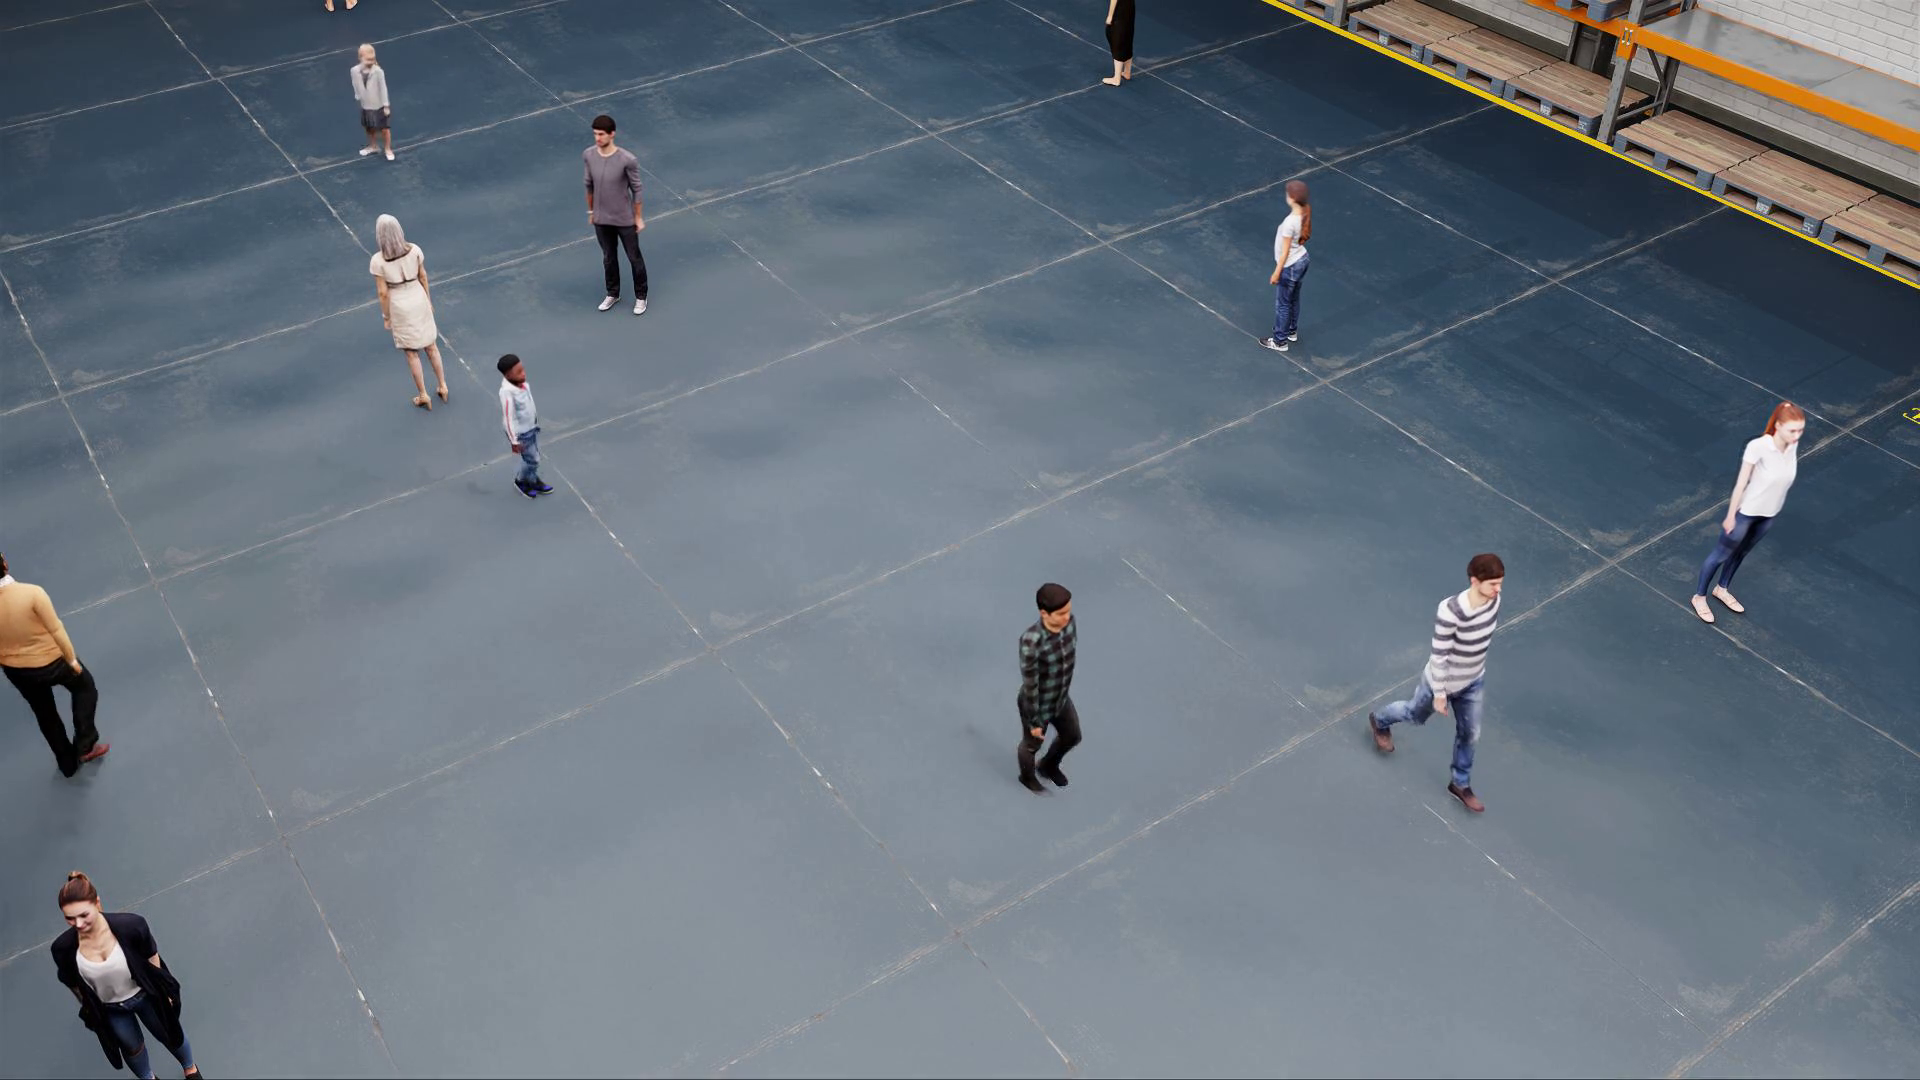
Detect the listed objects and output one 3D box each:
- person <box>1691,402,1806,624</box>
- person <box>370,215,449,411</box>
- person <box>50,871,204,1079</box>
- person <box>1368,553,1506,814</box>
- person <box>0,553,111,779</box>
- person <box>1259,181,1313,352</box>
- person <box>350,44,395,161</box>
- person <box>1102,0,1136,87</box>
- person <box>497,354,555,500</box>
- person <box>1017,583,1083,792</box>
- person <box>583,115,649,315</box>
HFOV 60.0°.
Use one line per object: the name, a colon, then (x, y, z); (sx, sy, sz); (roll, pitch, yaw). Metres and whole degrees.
person: (5.455, -0.205, 11.462); (0.618, 1.737, 0.601); (-13, 40, -16)
person: (-4.469, -1.845, 13.516); (0.597, 1.735, 0.551); (-25, 45, -28)
person: (-4.193, 2.291, 8.379); (0.680, 1.684, 0.630); (-14, 41, -17)
person: (2.933, 0.779, 10.167); (0.766, 1.815, 1.210); (-17, 42, -20)
person: (-5.674, 0.806, 10.194); (0.771, 1.740, 0.770); (-5, 39, -6)
person: (2.851, -2.374, 14.317); (0.608, 1.563, 0.602); (26, 45, 29)
person: (-6.120, -4.558, 17.300); (0.701, 1.252, 0.738); (11, 40, 14)
person: (1.836, -5.939, 18.731); (0.643, 1.625, 0.622); (28, 46, 31)
person: (-3.391, -0.876, 12.686); (0.642, 1.257, 0.585); (9, 39, 11)
person: (0.462, 0.921, 10.190); (0.713, 1.702, 0.639); (-31, 48, -33)
person: (-3.045, -2.890, 14.731); (0.716, 1.853, 0.800); (9, 39, 11)
